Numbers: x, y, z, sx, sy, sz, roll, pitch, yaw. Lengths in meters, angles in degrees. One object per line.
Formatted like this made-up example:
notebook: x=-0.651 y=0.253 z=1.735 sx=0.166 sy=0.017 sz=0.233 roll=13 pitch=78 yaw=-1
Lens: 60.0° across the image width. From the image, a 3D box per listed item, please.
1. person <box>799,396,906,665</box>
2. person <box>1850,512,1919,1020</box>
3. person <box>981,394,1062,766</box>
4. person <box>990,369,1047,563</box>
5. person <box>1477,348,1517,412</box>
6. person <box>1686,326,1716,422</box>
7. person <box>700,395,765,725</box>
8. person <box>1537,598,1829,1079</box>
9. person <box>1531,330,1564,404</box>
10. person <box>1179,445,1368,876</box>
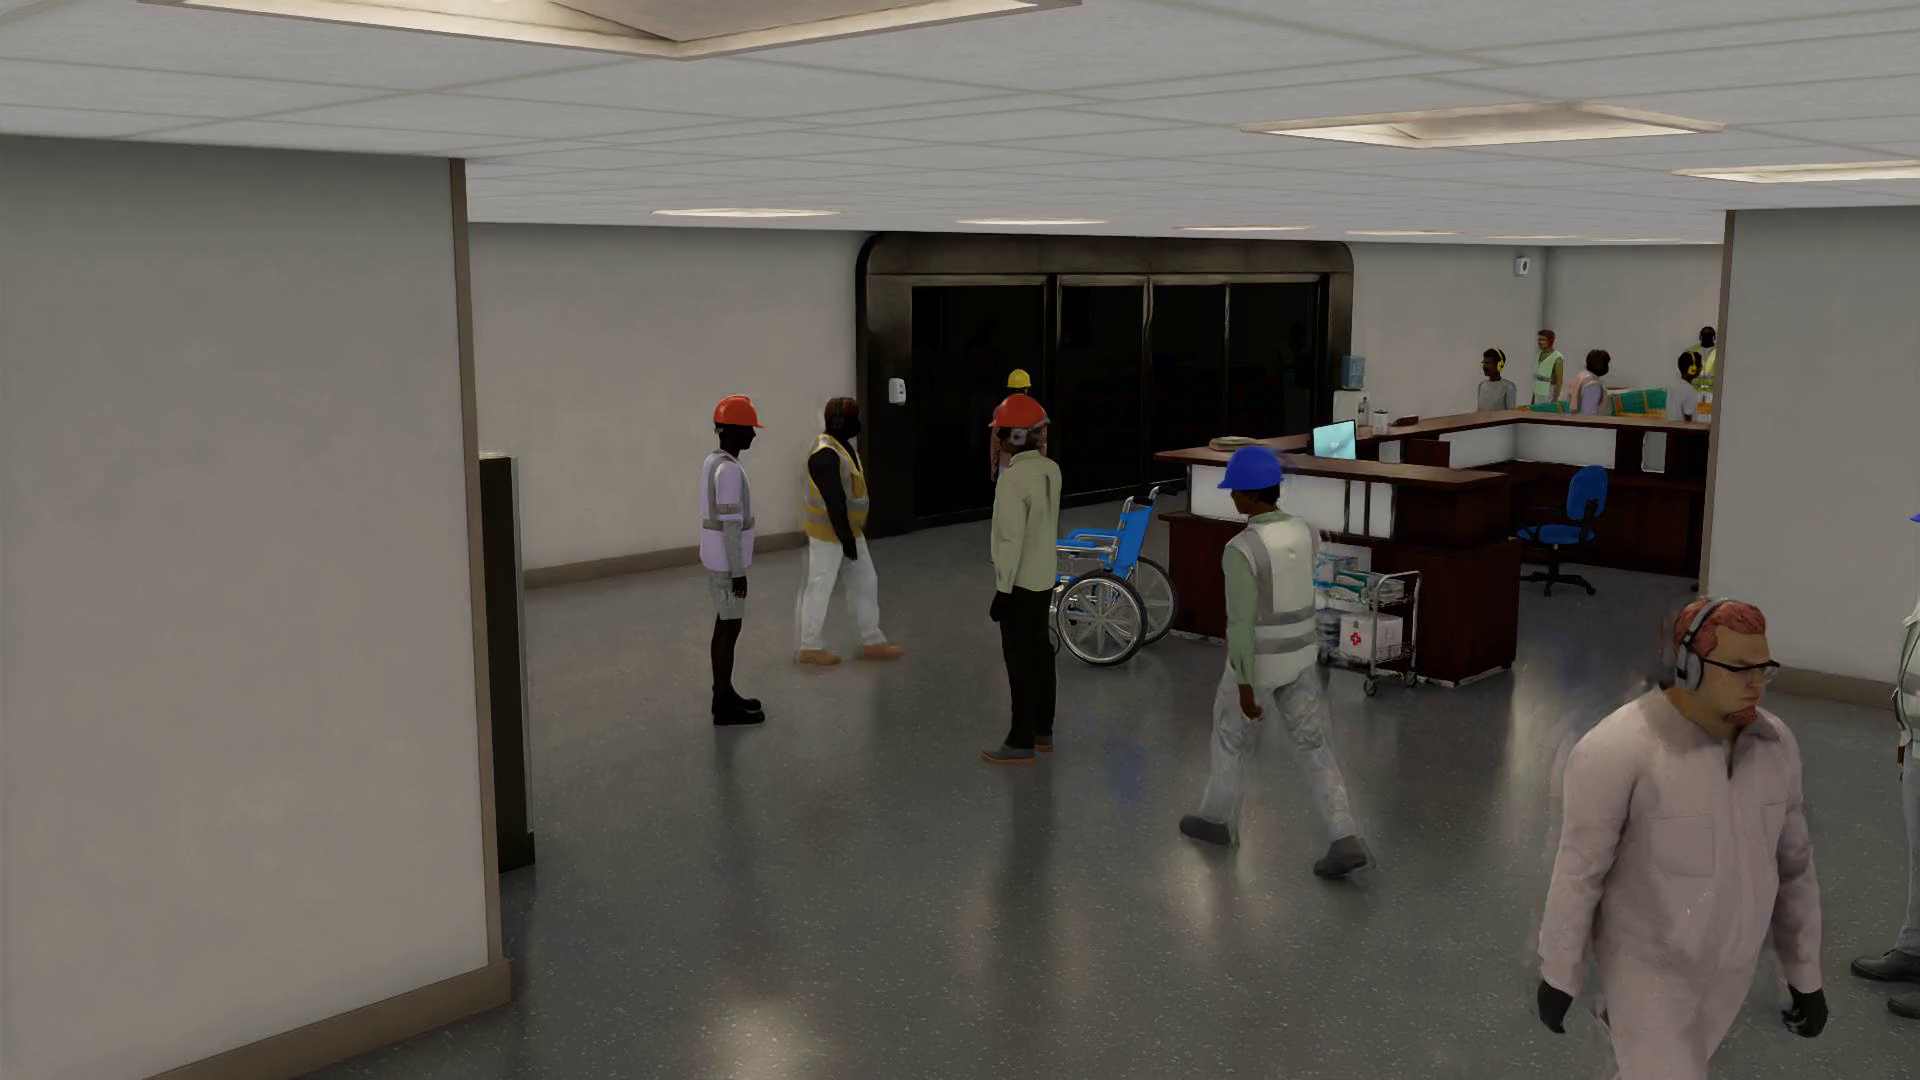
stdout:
person: x=-0.720 y=-0.040 z=11.080 sx=0.823 sy=1.811 sz=0.640 roll=2 pitch=10 yaw=13
person: x=3.525 y=0.728 z=5.927 sx=0.384 sy=1.948 sz=0.605 roll=1 pitch=9 yaw=8
person: x=0.334 y=0.211 z=8.954 sx=0.387 sy=1.993 sz=0.622 roll=5 pitch=10 yaw=26
person: x=0.520 y=-0.652 z=14.961 sx=0.530 sy=1.768 sz=0.321 roll=3 pitch=10 yaw=17
person: x=5.313 y=-0.976 z=16.637 sx=0.312 sy=1.864 sz=0.535 roll=-5 pitch=10 yaw=-27
person: x=10.820 y=-2.186 z=24.171 sx=0.620 sy=1.835 sz=0.431 roll=5 pitch=11 yaw=29
person: x=-1.324 y=0.115 z=9.750 sx=0.390 sy=1.929 sz=0.545 roll=-3 pitch=10 yaw=-15
person: x=1.841 y=1.075 z=4.053 sx=0.672 sy=1.858 sz=0.980 roll=-3 pitch=10 yaw=-20
person: x=7.938 y=-1.921 z=22.497 sx=0.373 sy=1.840 sz=0.570 roll=-2 pitch=9 yaw=-13
person: x=1.403 y=0.525 z=7.346 sx=0.613 sy=1.897 sz=1.027 roll=-6 pitch=11 yaw=-34
